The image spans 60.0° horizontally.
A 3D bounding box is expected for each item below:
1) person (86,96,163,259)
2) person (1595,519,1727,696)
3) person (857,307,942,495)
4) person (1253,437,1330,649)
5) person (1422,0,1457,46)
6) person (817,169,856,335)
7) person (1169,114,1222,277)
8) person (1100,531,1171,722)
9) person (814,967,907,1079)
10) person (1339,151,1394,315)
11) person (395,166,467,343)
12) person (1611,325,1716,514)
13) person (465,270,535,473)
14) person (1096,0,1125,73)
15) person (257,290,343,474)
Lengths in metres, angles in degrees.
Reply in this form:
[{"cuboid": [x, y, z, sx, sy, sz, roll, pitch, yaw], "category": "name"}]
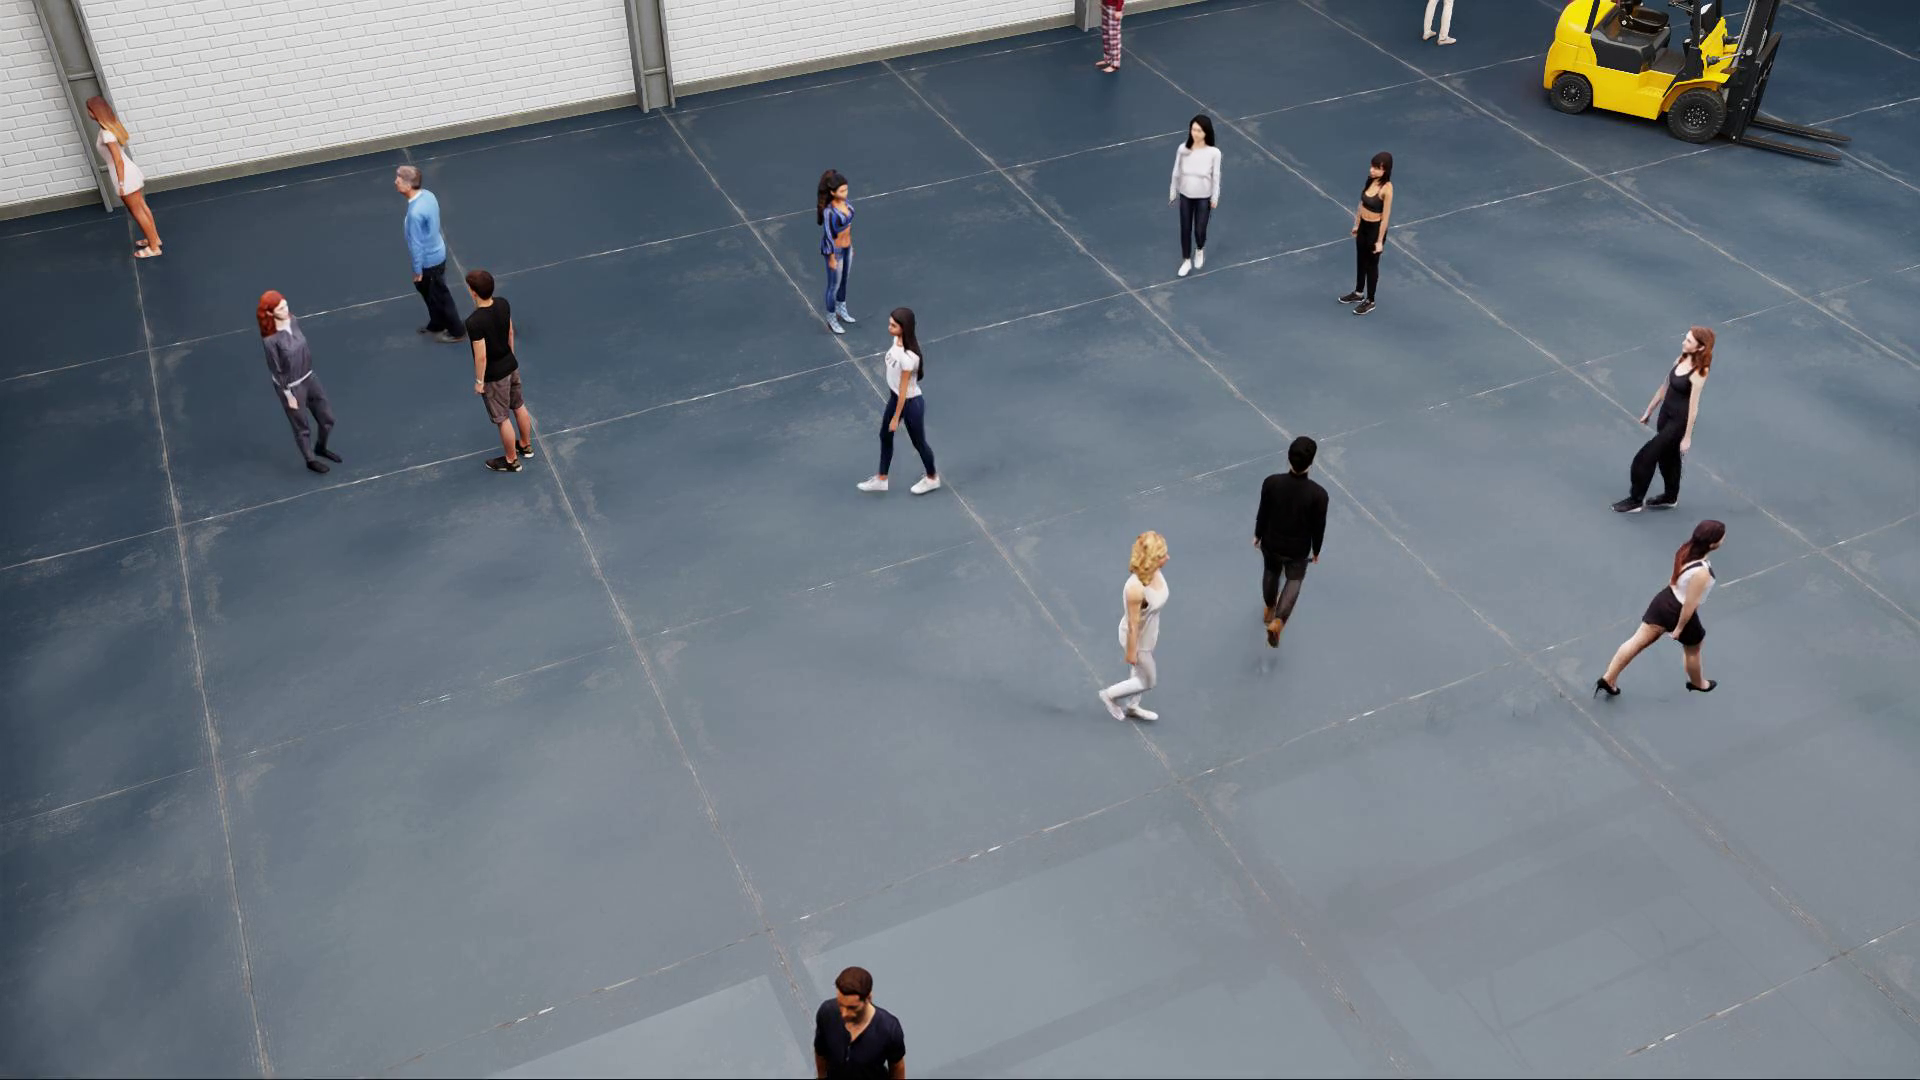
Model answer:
[{"cuboid": [-8.429, -3.673, 16.788, 0.587, 1.695, 0.603, -9, 40, -12], "category": "person"}, {"cuboid": [4.901, 0.529, 11.606, 1.170, 1.594, 0.827, -4, 39, -4], "category": "person"}, {"cuboid": [-0.340, -1.109, 13.532, 0.933, 1.751, 0.651, -15, 41, -17], "category": "person"}, {"cuboid": [2.371, 0.034, 12.137, 0.961, 1.706, 1.039, 15, 41, 18], "category": "person"}, {"cuboid": [6.209, -7.254, 21.149, 0.628, 1.848, 0.701, -26, 45, -29], "category": "person"}, {"cuboid": [-1.144, -2.720, 15.657, 0.760, 1.617, 0.679, 17, 42, 20], "category": "person"}, {"cuboid": [2.363, -3.433, 16.492, 0.769, 1.689, 0.822, 16, 41, 19], "category": "person"}, {"cuboid": [1.170, 0.616, 11.446, 0.819, 1.659, 0.757, 15, 41, 17], "category": "person"}, {"cuboid": [-0.508, 2.799, 8.553, 0.684, 1.858, 0.762, 10, 40, 12], "category": "person"}, {"cuboid": [3.953, -2.961, 15.936, 0.473, 1.645, 0.571, -14, 41, -17], "category": "person"}, {"cuboid": [-4.825, -2.639, 15.401, 0.818, 1.808, 0.787, -4, 39, -5], "category": "person"}, {"cuboid": [5.836, -0.950, 13.353, 0.928, 1.725, 0.803, -2, 39, -2], "category": "person"}, {"cuboid": [-3.840, -1.414, 13.825, 0.816, 1.862, 0.750, 14, 41, 17], "category": "person"}, {"cuboid": [1.887, -6.629, 20.487, 0.509, 1.697, 0.630, -13, 40, -16], "category": "person"}, {"cuboid": [-5.562, -1.292, 13.754, 0.759, 1.761, 0.697, 13, 40, 16], "category": "person"}]
